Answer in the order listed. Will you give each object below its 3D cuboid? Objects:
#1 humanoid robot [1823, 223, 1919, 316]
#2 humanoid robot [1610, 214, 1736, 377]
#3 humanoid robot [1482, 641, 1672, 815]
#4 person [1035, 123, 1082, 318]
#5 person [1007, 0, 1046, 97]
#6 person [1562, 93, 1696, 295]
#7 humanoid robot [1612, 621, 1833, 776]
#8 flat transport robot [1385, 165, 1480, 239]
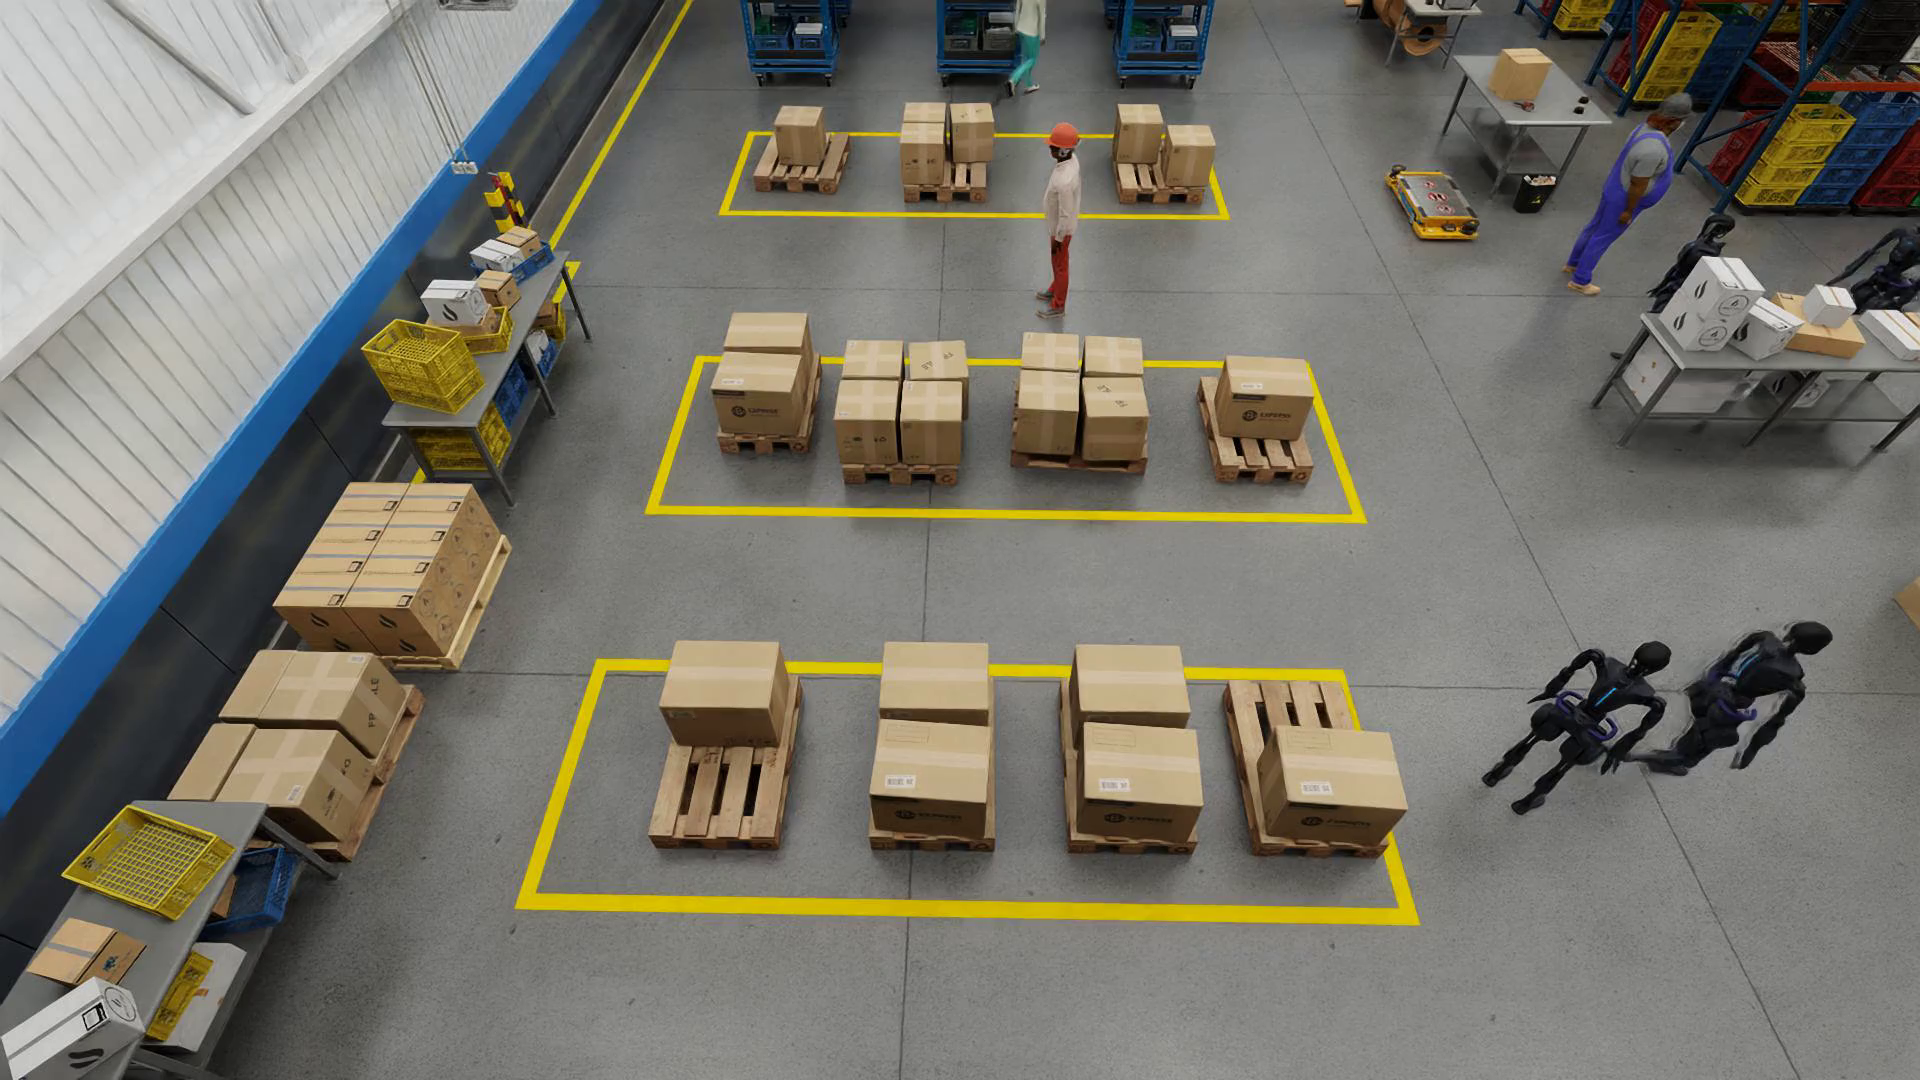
[{"bbox_3d":[8.603,-2.355,8.647,0.606,1.635,0.574,-3,49,-3],"label":"humanoid robot"},{"bbox_3d":[6.625,-2.267,8.554,0.325,1.658,0.600,18,52,15],"label":"humanoid robot"},{"bbox_3d":[3.790,1.134,5.620,0.357,1.650,0.563,-27,54,-22],"label":"humanoid robot"},{"bbox_3d":[0.980,-3.140,9.110,0.382,1.995,0.609,5,49,4],"label":"person"},{"bbox_3d":[0.914,-7.002,12.615,0.619,1.733,0.529,-31,56,-24],"label":"person"},{"bbox_3d":[6.898,-3.545,9.431,0.539,2.000,0.682,13,50,11],"label":"person"},{"bbox_3d":[4.690,1.060,5.695,0.552,1.641,0.604,10,50,8],"label":"humanoid robot"},{"bbox_3d":[5.692,-4.094,11.059,0.652,0.197,1.431,1,49,1],"label":"flat transport robot"}]
